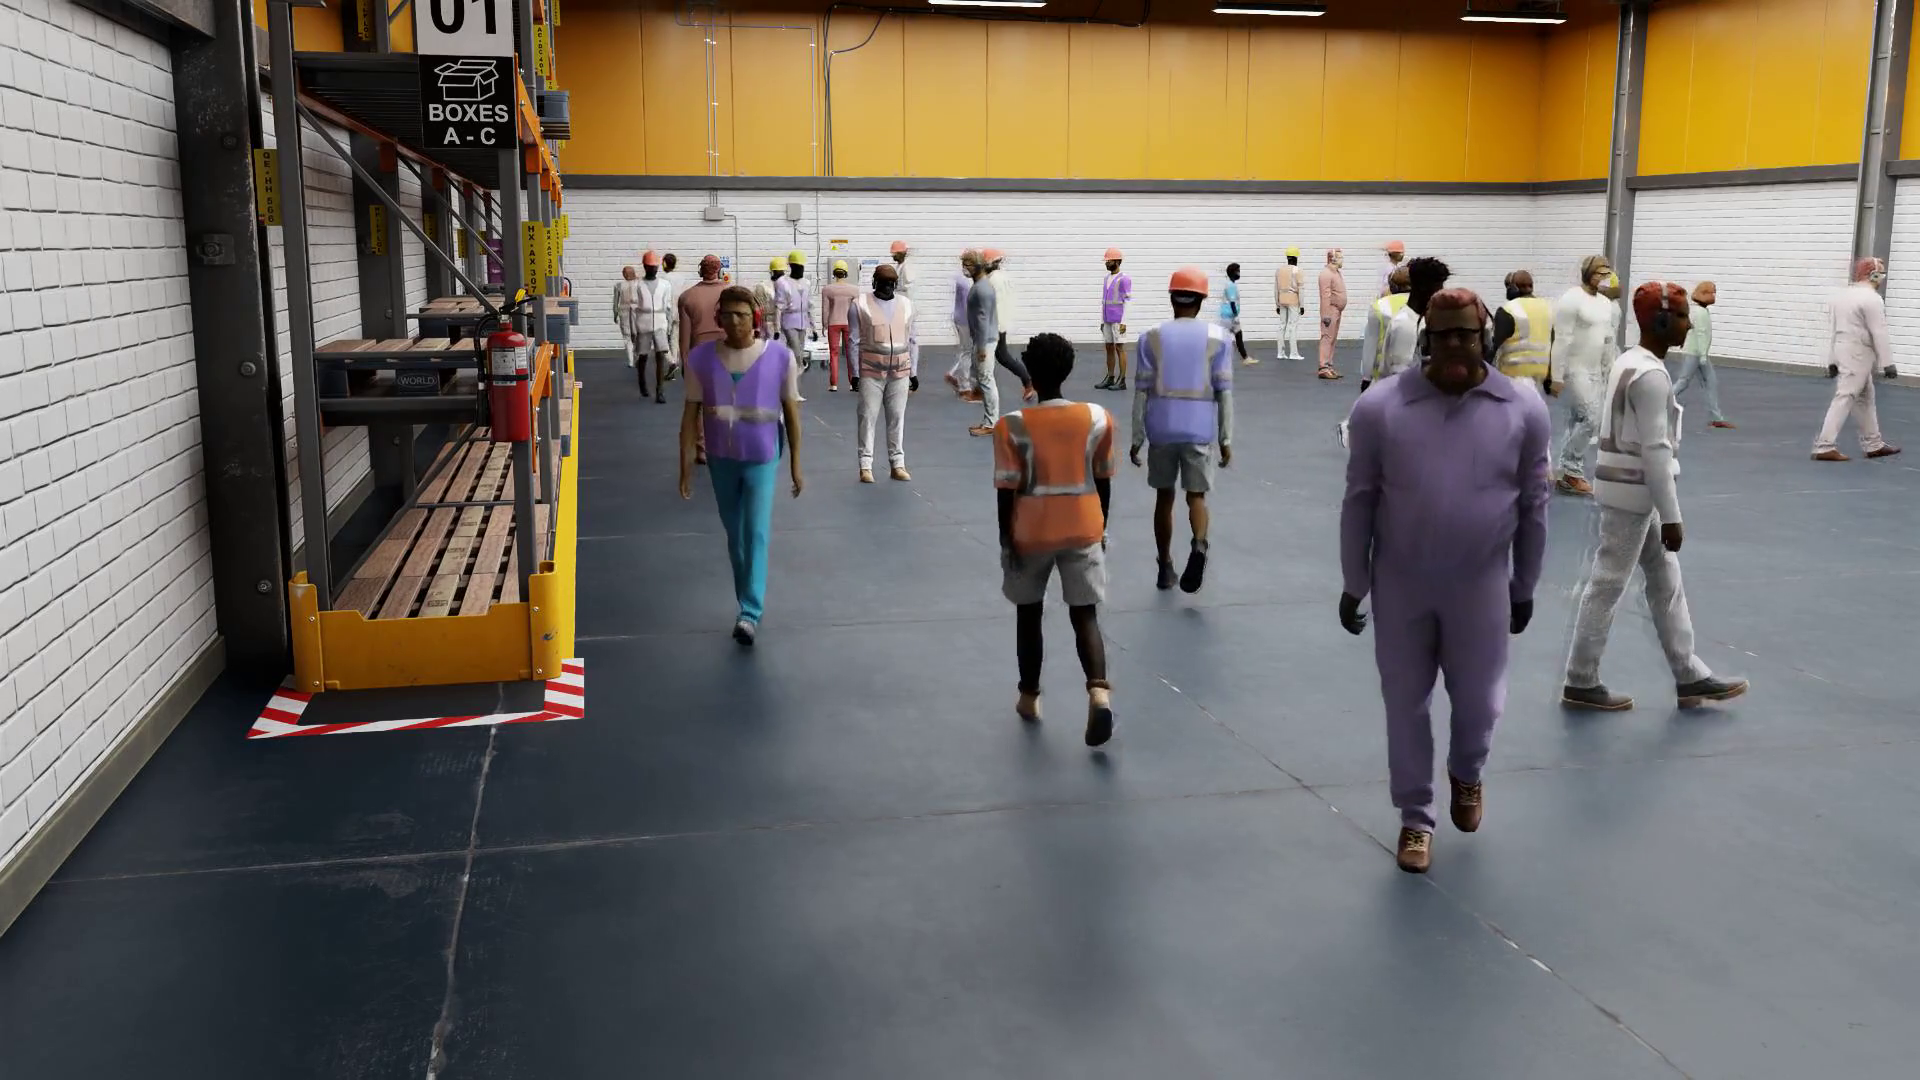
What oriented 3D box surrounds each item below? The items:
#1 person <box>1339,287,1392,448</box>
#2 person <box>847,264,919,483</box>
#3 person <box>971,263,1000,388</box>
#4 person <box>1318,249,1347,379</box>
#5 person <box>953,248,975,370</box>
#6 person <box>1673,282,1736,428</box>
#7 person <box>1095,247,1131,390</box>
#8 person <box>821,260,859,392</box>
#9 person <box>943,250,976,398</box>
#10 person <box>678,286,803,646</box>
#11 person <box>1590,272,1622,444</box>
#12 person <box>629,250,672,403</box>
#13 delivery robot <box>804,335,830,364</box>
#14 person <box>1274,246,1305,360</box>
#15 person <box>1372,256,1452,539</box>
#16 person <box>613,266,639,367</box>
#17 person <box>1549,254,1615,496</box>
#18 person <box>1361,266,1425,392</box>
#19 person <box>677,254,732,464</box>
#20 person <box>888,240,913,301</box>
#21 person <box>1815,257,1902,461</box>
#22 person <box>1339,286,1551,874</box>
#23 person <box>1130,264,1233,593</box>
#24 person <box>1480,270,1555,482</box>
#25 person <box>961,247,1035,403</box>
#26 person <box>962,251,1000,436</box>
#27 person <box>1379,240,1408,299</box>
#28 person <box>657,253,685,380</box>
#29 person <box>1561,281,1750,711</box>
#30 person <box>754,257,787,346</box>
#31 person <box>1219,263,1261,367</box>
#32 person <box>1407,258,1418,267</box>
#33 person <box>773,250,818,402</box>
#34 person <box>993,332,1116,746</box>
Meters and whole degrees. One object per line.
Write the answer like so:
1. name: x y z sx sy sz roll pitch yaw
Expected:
1. person: 3.869 -1.563 15.569 0.645 1.616 0.510 9 14 41
2. person: -0.639 -1.405 14.064 0.621 1.838 0.429 -4 11 -20
3. person: 0.382 -2.956 22.677 0.465 1.823 0.540 8 13 38
4. person: 5.500 -3.331 24.535 0.408 1.905 0.654 5 11 25
5. person: 0.146 -3.604 26.030 0.722 1.907 0.568 1 10 4
6. person: 7.999 -2.008 18.096 0.867 1.601 0.508 6 12 29
7. person: 2.083 -3.004 22.638 0.356 1.937 0.552 -6 12 -31
8. person: -1.608 -2.885 22.451 0.533 1.767 0.324 -2 10 -9
9. person: 0.093 -2.769 21.421 0.484 1.914 0.636 1 10 8
10. person: -1.127 -0.369 8.401 0.596 1.796 0.939 1 10 5
11. person: 6.456 -1.806 16.650 0.386 1.738 0.495 2 10 12
12. person: -3.904 -2.695 20.985 0.551 1.915 0.835 -4 11 -20
13. delivery robot: -2.313 -2.944 25.878 0.707 0.478 0.477 -5 11 -27
14. person: 5.627 -4.030 28.349 0.369 1.928 0.586 -9 14 -42
15. person: 2.862 -0.861 10.814 0.565 1.928 0.828 3 11 16
16. person: -5.337 -3.601 26.840 0.519 1.617 0.607 -4 11 -19
17. person: 4.984 -1.294 13.195 0.654 1.920 0.562 -8 13 -38
18. person: 3.653 -1.354 13.831 0.684 1.822 0.439 -1 10 -7
19. person: -2.237 -1.640 15.163 0.638 1.911 0.406 -1 10 -7
20. person: -0.974 -3.864 27.152 0.449 2.023 0.636 -3 11 -15
21. person: 8.379 -1.643 15.291 0.921 1.868 0.648 1 10 8
22. person: 1.561 0.125 5.419 0.652 1.890 0.485 3 11 16
23. person: 1.262 -0.615 9.491 0.581 1.908 0.703 2 10 9
24. person: 4.749 -1.402 14.215 0.640 1.782 0.989 -6 12 -32
25. person: 0.524 -2.684 20.828 0.931 1.962 0.622 2 10 10
26. person: 0.219 -2.045 17.383 0.392 1.927 0.645 -1 10 -3
27. person: 6.866 -3.687 26.172 0.830 2.017 0.604 2 10 12
28. person: -4.220 -3.226 24.115 0.537 1.848 0.404 -9 14 -41
29. person: 3.031 -0.154 7.074 0.869 1.850 0.605 3 11 17
30. person: -2.425 -2.881 22.318 0.627 1.807 0.590 -10 14 -44
31. person: 4.404 -3.550 26.413 0.837 1.651 0.546 3 11 14
32. person: 5.557 -2.547 20.438 1.007 1.820 0.543 4 11 20
33. person: -2.020 -2.671 20.856 0.542 1.907 0.617 8 13 39
34. person: 0.401 -0.009 6.779 0.540 1.672 0.775 -2 10 -11
